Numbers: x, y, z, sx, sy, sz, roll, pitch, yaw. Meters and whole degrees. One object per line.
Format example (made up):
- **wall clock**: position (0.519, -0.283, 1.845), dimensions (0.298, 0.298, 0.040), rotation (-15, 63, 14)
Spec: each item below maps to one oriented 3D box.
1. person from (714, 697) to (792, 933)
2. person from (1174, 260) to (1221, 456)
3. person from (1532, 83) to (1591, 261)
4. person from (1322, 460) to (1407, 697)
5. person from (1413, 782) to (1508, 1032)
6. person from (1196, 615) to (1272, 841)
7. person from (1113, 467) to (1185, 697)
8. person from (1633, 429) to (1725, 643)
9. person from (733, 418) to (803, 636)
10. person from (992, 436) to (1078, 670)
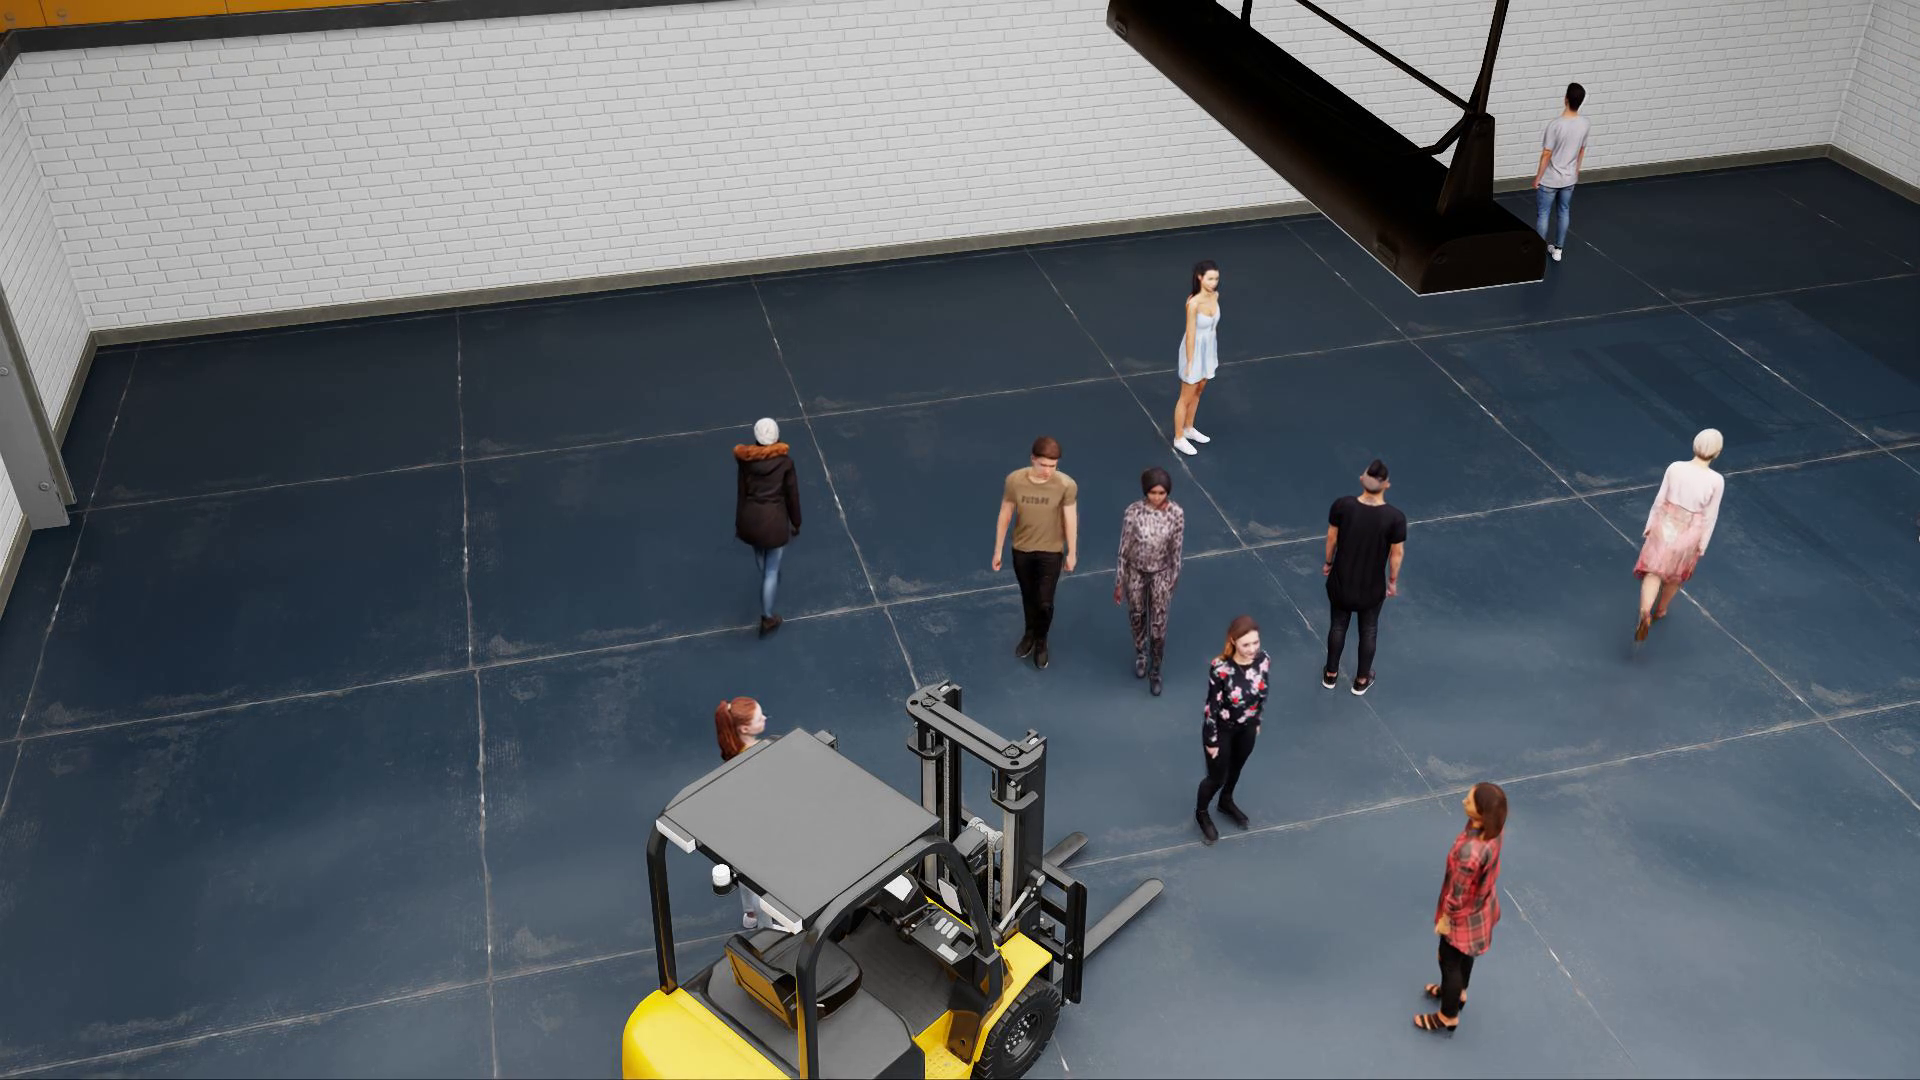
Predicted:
- **person**: position (-1.158, 1.583, 9.366), dimensions (0.687, 1.751, 0.570), rotation (-16, 37, -23)
- **person**: position (2.014, -1.579, 14.142), dimensions (0.706, 1.730, 0.673), rotation (24, 40, 31)
- **person**: position (6.258, -3.831, 17.389), dimensions (0.666, 1.886, 0.534), rotation (-9, 35, -13)
- **person**: position (2.718, 0.230, 11.300), dimensions (0.768, 1.862, 0.805), rotation (14, 36, 20)
- **person**: position (2.701, 1.953, 8.855), dimensions (0.742, 1.701, 0.691), rotation (20, 38, 27)
- **person**: position (1.644, 1.105, 10.156), dimensions (0.609, 1.674, 0.594), rotation (-16, 37, -22)
- **person**: position (1.299, 0.203, 11.485), dimensions (0.728, 1.703, 0.806), rotation (6, 34, 9)
- **person**: position (5.085, -0.007, 11.833), dimensions (0.951, 1.668, 1.014), rotation (18, 38, 25)
- **person**: position (-1.427, -0.074, 12.011), dimensions (0.900, 1.582, 1.107), rotation (6, 34, 9)
- **person**: position (0.583, 0.018, 11.644), dimensions (0.829, 1.837, 0.857), rotation (14, 36, 20)
